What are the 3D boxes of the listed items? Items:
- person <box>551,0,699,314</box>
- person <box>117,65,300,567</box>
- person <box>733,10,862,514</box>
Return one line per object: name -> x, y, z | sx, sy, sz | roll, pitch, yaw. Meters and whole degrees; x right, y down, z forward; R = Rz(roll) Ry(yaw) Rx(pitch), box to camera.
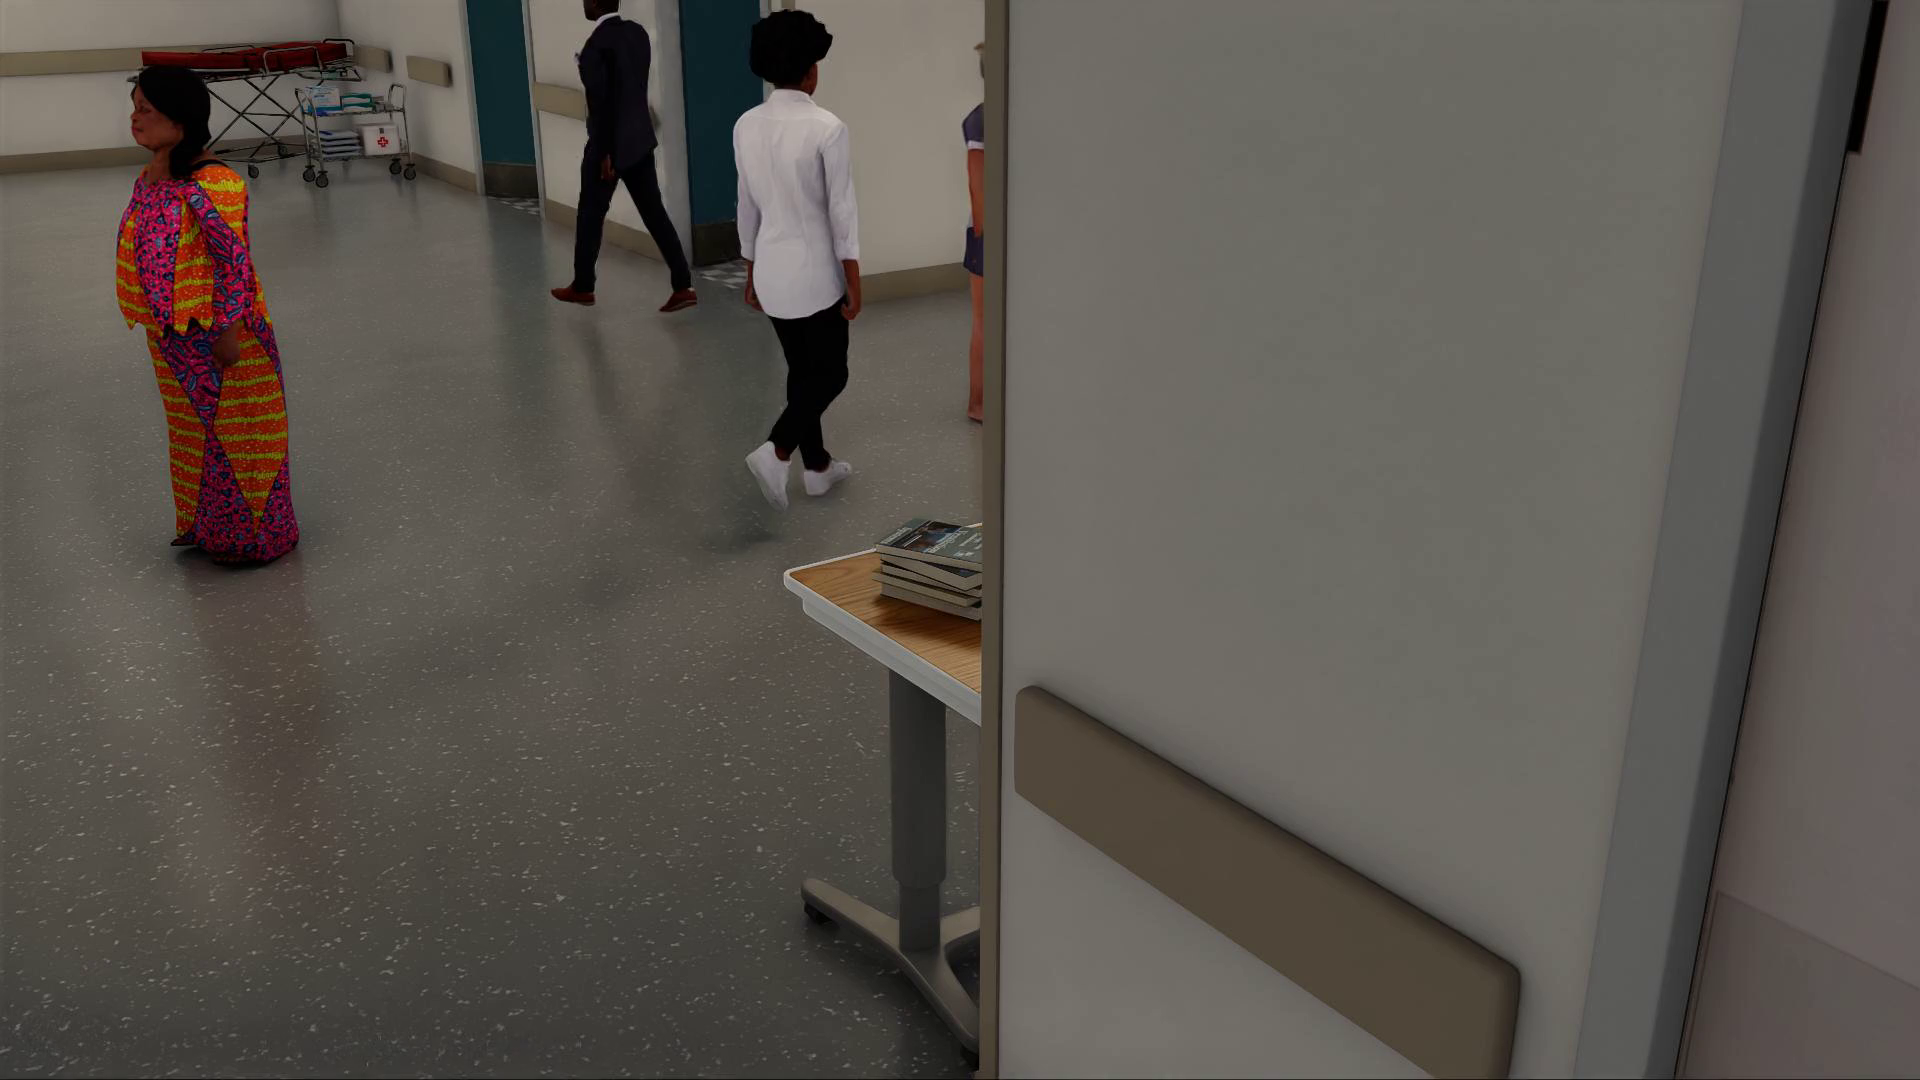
person -> -1.751, -2.078, 8.966 | 1.305, 1.785, 1.012 | 12, 24, 28
person -> -2.556, -0.756, 5.595 | 0.677, 1.686, 0.776 | 16, 26, 37
person -> -0.614, -0.957, 5.999 | 1.044, 1.790, 0.995 | 11, 23, 26
